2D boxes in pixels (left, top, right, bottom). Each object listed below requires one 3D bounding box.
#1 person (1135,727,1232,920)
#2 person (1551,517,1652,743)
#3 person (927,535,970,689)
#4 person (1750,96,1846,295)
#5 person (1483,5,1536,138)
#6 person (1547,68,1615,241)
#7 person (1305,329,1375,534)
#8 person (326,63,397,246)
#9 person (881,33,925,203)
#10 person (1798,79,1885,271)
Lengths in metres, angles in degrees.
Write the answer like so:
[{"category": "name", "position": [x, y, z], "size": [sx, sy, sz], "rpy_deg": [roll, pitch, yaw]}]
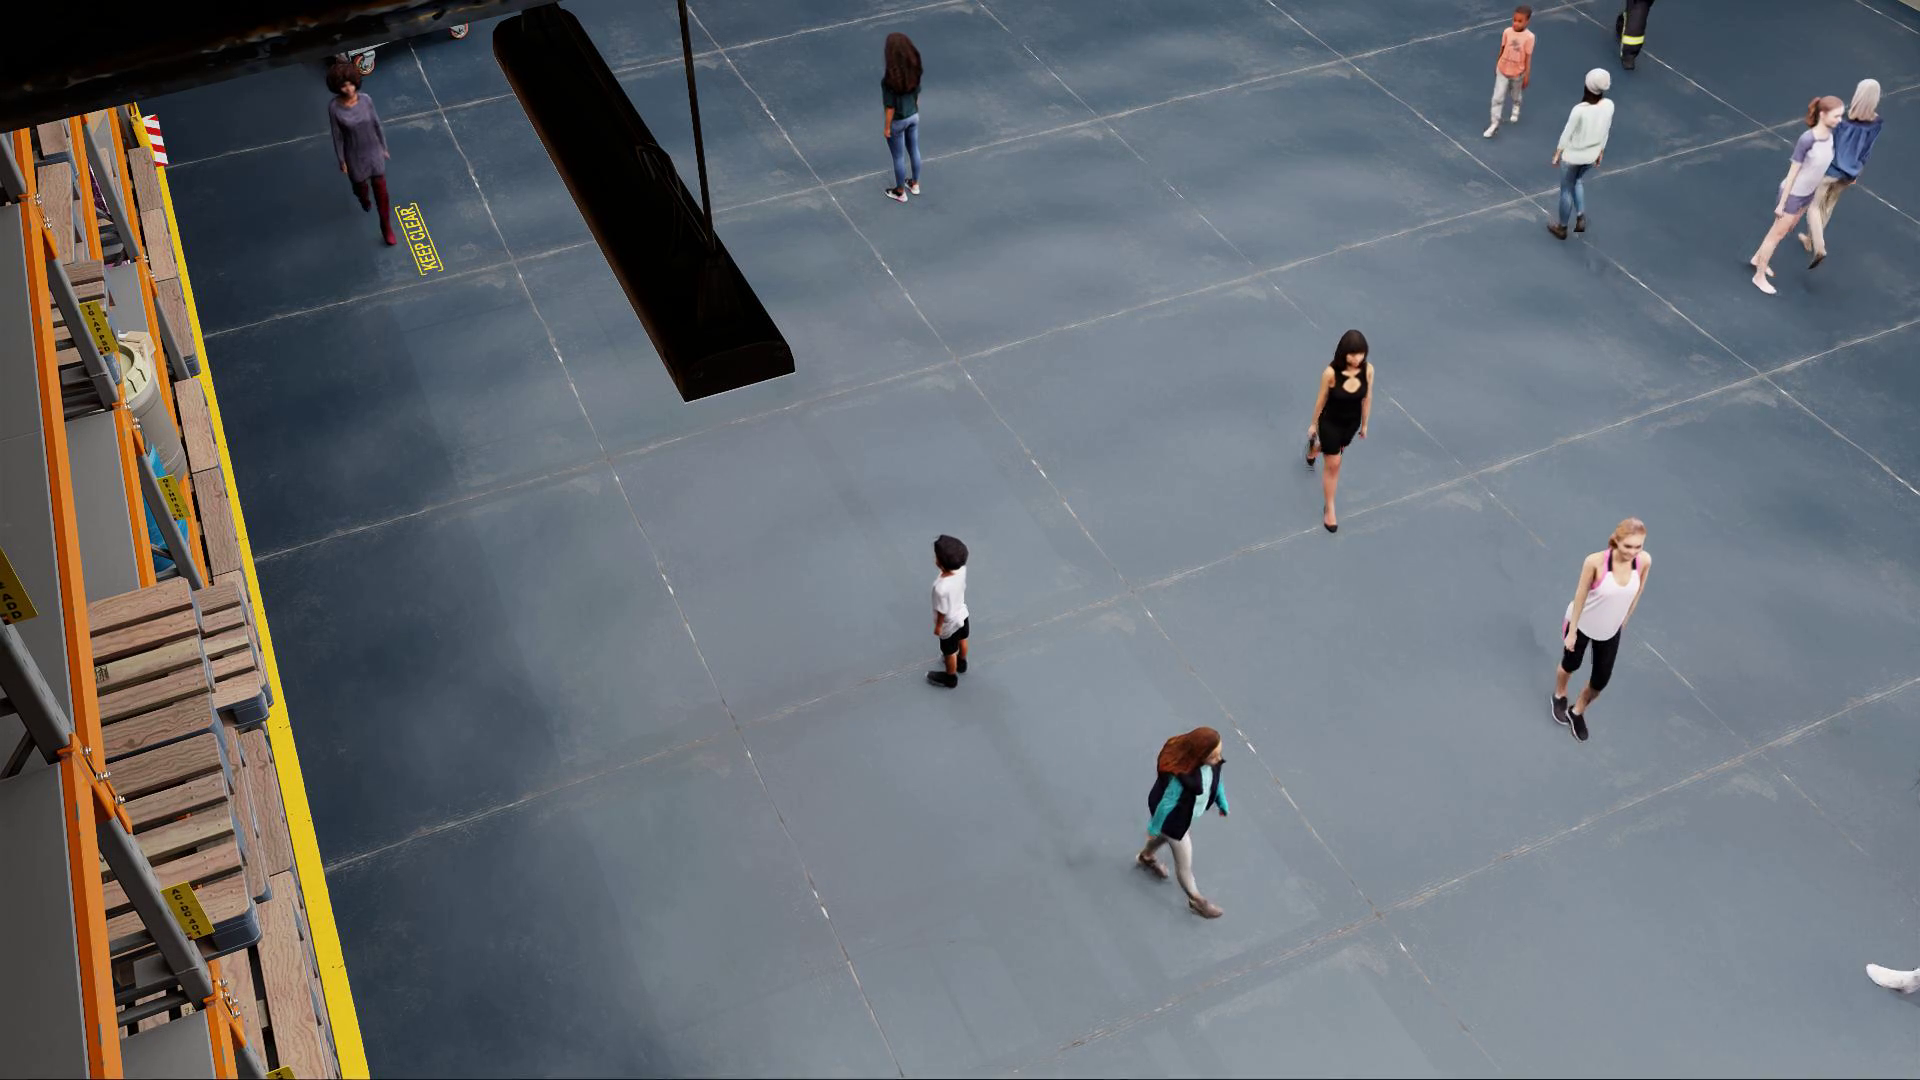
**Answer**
[{"category": "person", "position": [1.212, 1.538, 9.639], "size": [0.998, 1.470, 0.849], "rpy_deg": [28, 50, 26]}, {"category": "person", "position": [3.986, 0.474, 10.536], "size": [0.742, 1.773, 0.791], "rpy_deg": [1, 44, 1]}, {"category": "person", "position": [-0.057, 0.468, 10.916], "size": [0.610, 1.259, 0.571], "rpy_deg": [22, 48, 22]}, {"category": "person", "position": [7.119, -2.991, 14.176], "size": [0.633, 1.770, 0.692], "rpy_deg": [-27, 50, -25]}, {"category": "person", "position": [5.420, -4.602, 16.212], "size": [0.887, 1.294, 0.815], "rpy_deg": [25, 49, 24]}, {"category": "person", "position": [5.510, -3.352, 14.648], "size": [0.617, 1.640, 0.659], "rpy_deg": [-9, 44, -10]}, {"category": "person", "position": [2.723, -0.890, 12.079], "size": [0.748, 1.620, 1.106], "rpy_deg": [-8, 44, -8]}, {"category": "person", "position": [-5.299, -3.430, 14.691], "size": [0.648, 1.694, 0.857], "rpy_deg": [-23, 48, -22]}, {"category": "person", "position": [-0.527, -3.862, 15.201], "size": [0.670, 1.616, 0.682], "rpy_deg": [-32, 52, -29]}, {"category": "person", "position": [7.597, -3.136, 14.393], "size": [0.880, 1.680, 1.065], "rpy_deg": [2, 44, 2]}]
